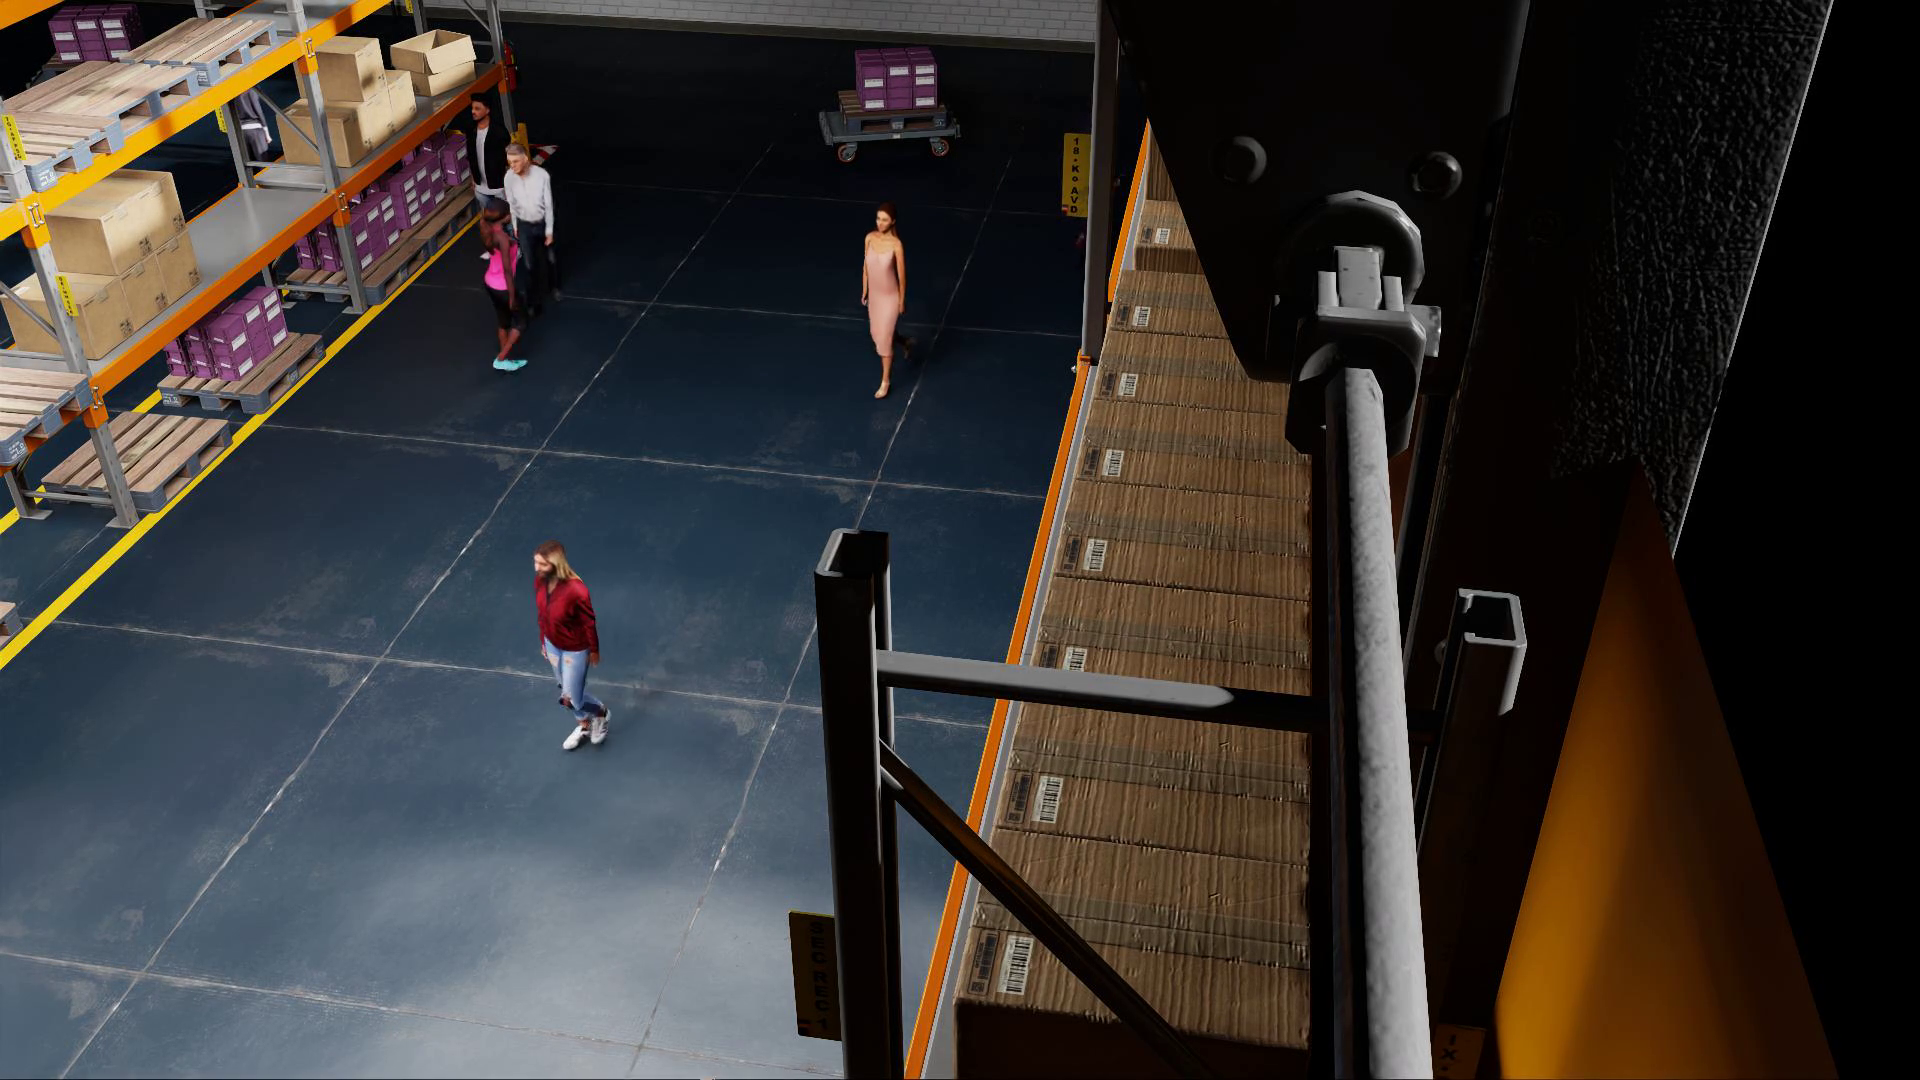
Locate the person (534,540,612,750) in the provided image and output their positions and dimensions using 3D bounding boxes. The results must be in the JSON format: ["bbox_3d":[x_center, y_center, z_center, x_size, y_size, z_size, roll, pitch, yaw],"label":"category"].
[{"bbox_3d":[-2.500,0.656,10.857,0.707,1.619,0.743,19,38,27],"label":"person"}]

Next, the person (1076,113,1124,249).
[{"bbox_3d":[1.417,-3.878,17.510,0.747,1.806,0.826,9,35,14],"label":"person"}]

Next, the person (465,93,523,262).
[{"bbox_3d":[-4.882,-3.805,17.392,0.747,1.814,0.685,14,36,20],"label":"person"}]

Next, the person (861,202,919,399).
[{"bbox_3d":[-0.626,-2.193,14.968,0.848,1.815,1.036,21,39,28],"label":"person"}]

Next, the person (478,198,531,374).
[{"bbox_3d":[-4.249,-2.269,15.178,0.796,1.708,0.743,-29,43,-36],"label":"person"}]

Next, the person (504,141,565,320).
[{"bbox_3d":[-4.148,-3.119,16.412,0.823,1.757,1.165,-7,34,-11],"label":"person"}]
